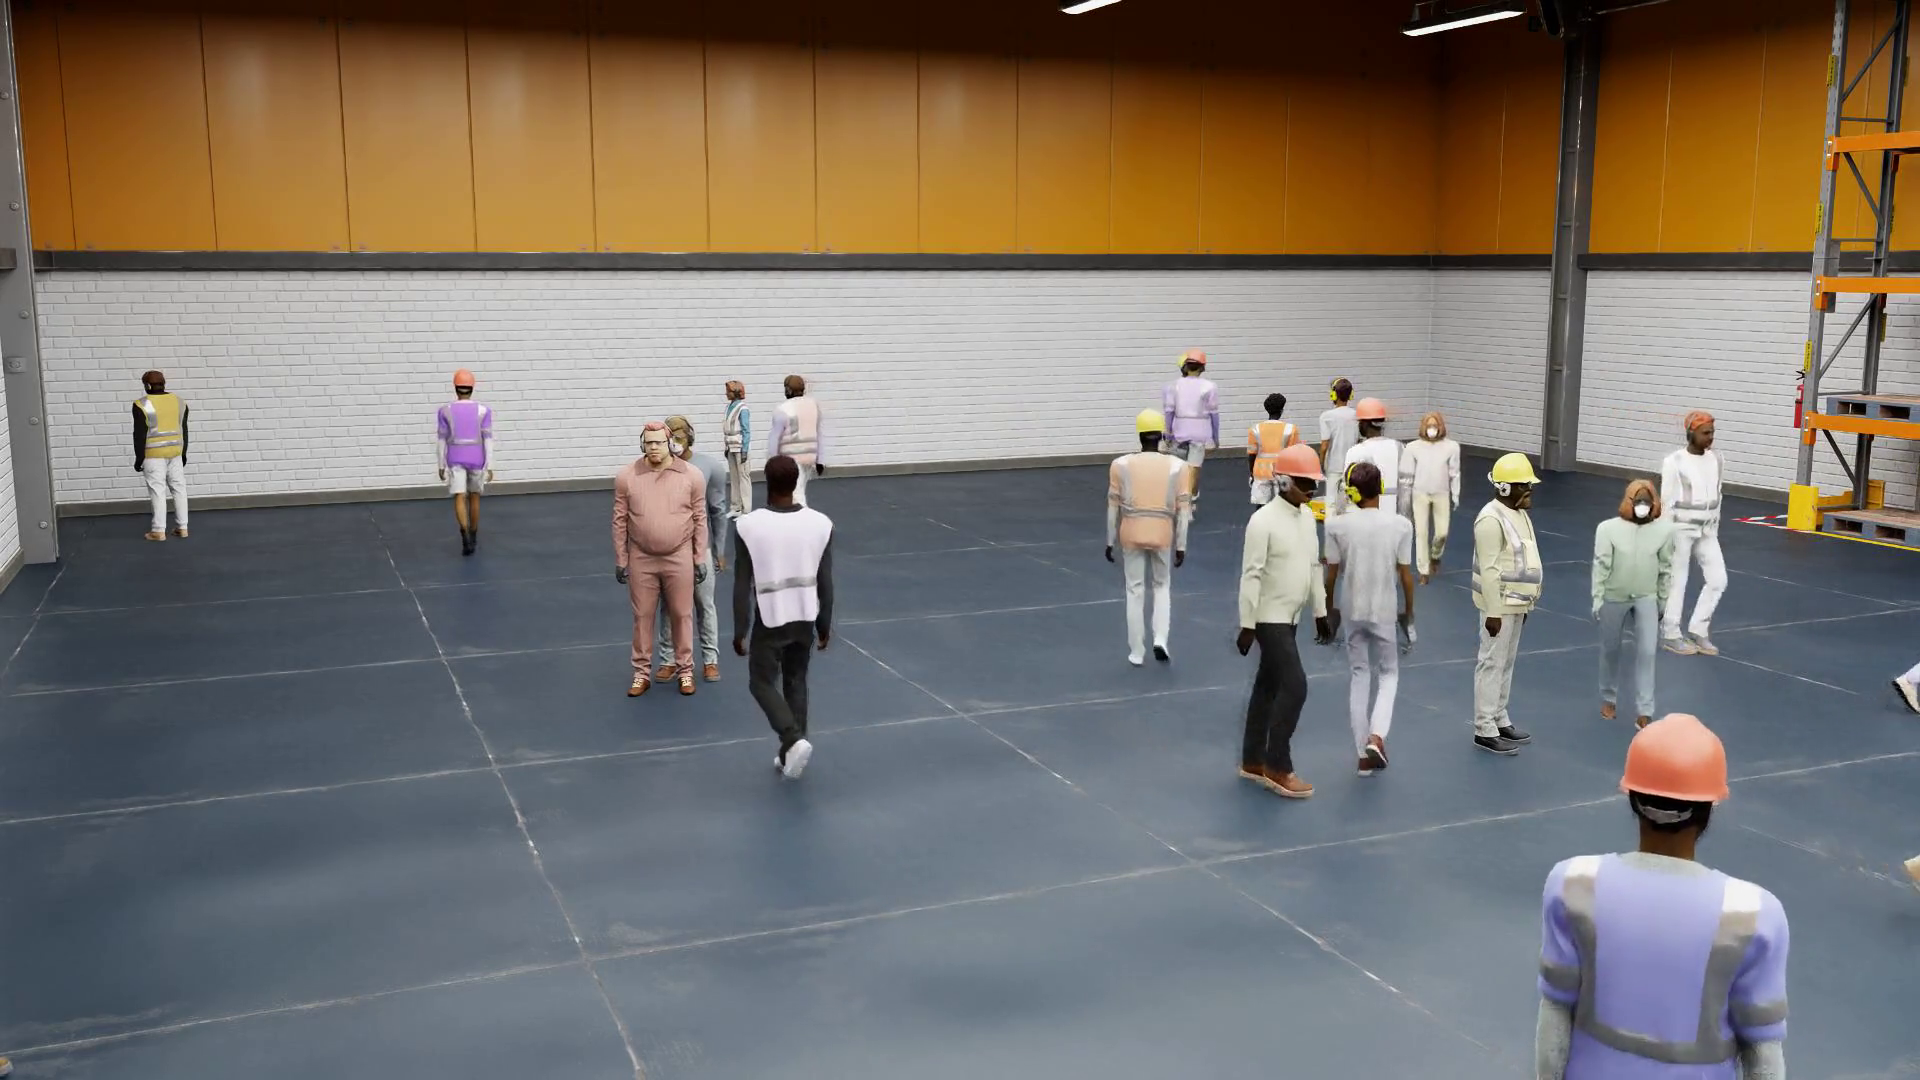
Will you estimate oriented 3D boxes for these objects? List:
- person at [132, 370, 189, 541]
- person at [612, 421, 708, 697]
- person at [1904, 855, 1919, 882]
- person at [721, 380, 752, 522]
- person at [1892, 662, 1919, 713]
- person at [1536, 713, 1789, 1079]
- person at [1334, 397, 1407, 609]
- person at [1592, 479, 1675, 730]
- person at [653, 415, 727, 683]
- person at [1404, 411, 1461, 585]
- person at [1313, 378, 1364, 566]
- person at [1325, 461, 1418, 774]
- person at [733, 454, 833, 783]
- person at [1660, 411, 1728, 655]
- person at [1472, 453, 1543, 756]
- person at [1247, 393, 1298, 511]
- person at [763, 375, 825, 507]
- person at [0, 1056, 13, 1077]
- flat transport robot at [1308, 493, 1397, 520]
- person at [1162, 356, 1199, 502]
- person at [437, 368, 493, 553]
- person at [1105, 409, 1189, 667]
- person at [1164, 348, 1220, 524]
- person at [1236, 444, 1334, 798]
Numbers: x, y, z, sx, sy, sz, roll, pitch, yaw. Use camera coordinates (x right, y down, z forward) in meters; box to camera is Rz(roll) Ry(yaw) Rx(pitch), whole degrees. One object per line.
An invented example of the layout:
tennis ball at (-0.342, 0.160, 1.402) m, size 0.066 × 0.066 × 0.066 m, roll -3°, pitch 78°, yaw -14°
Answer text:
person at (-8.654, -0.916, 17.999) m, size 0.429 × 1.843 × 0.622 m, roll 6°, pitch 11°, yaw 31°
person at (-2.062, 0.131, 11.454) m, size 0.652 × 1.906 × 0.408 m, roll -1°, pitch 9°, yaw -6°
person at (4.560, 0.857, 7.297) m, size 0.467 × 1.826 × 0.646 m, roll 4°, pitch 10°, yaw 24°
person at (-2.588, -1.035, 19.322) m, size 0.313 × 1.642 × 0.513 m, roll -6°, pitch 11°, yaw -31°
person at (6.558, 0.332, 10.739) m, size 0.782 × 1.737 × 0.533 m, roll 4°, pitch 10°, yaw 21°
person at (1.635, 1.366, 3.959) m, size 0.556 × 1.915 × 0.811 m, roll 6°, pitch 11°, yaw 32°
person at (3.234, -0.197, 13.441) m, size 0.581 × 1.900 × 0.887 m, roll -5°, pitch 11°, yaw -29°
person at (4.296, 0.421, 10.627) m, size 0.515 × 1.603 × 0.794 m, roll 2°, pitch 10°, yaw 11°
person at (-1.969, 0.073, 11.778) m, size 0.644 × 1.927 × 0.391 m, roll -1°, pitch 9°, yaw -4°
person at (4.391, -0.398, 15.500) m, size 0.525 × 1.620 × 0.412 m, roll 3°, pitch 10°, yaw 17°
person at (3.726, -0.660, 16.392) m, size 0.579 × 1.863 × 0.322 m, roll -3°, pitch 10°, yaw -17°
person at (2.394, 0.458, 9.672) m, size 0.548 × 1.840 × 0.421 m, roll 4°, pitch 10°, yaw 21°
person at (-0.980, 0.463, 9.462) m, size 0.607 × 1.897 × 0.598 m, roll -5°, pitch 11°, yaw -28°
person at (5.563, -0.033, 12.552) m, size 0.621 × 1.866 × 0.547 m, roll -3°, pitch 10°, yaw -19°
person at (3.342, 0.379, 10.171) m, size 0.404 × 1.833 × 0.590 m, roll 6°, pitch 11°, yaw 33°
person at (3.141, -0.625, 16.680) m, size 0.533 × 1.692 × 0.319 m, roll 4°, pitch 10°, yaw 22°
person at (-1.809, -0.834, 17.592) m, size 0.791 × 1.814 × 0.631 m, roll 8°, pitch 12°, yaw 41°
person at (-3.940, 1.025, 6.127) m, size 0.939 × 1.895 × 0.637 m, roll 4°, pitch 10°, yaw 25°
flat transport robot at (4.586, -0.407, 19.656) m, size 0.652 × 0.197 × 1.431 m, roll 7°, pitch 12°, yaw 37°
person at (2.777, -1.350, 20.528) m, size 0.589 × 1.875 × 0.993 m, roll 2°, pitch 10°, yaw 15°
person at (-5.123, -0.825, 17.259) m, size 0.552 × 1.906 × 0.905 m, roll -3°, pitch 10°, yaw -20°
person at (1.381, -0.012, 12.327) m, size 0.596 × 1.911 × 0.428 m, roll 0°, pitch 9°, yaw 1°
person at (2.730, -1.215, 19.290) m, size 0.612 × 2.009 × 0.883 m, roll 5°, pitch 11°, yaw 29°
person at (1.871, 0.447, 9.344) m, size 0.688 × 1.966 × 0.605 m, roll 6°, pitch 11°, yaw 34°
